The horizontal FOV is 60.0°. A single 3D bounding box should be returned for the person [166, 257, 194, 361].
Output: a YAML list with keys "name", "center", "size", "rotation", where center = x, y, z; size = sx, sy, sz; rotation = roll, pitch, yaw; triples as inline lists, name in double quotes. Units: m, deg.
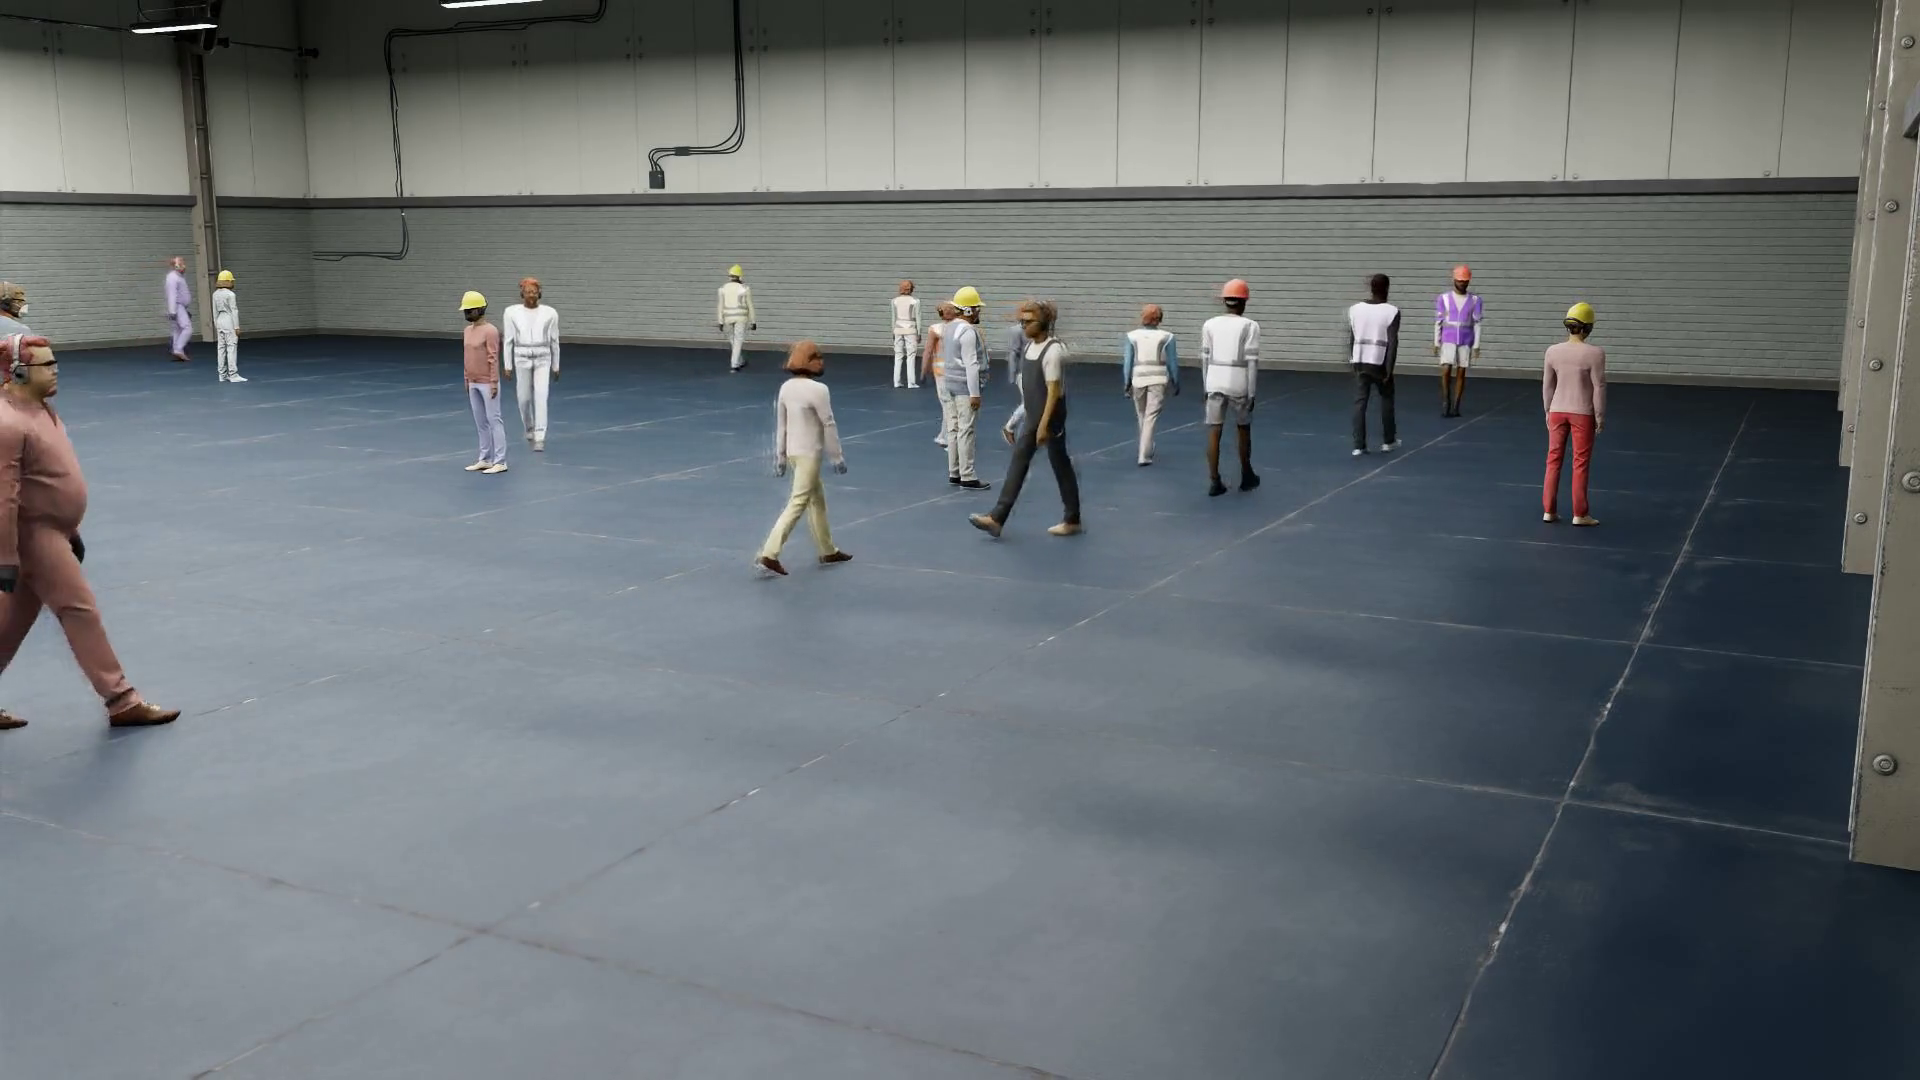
- name: "person"
  center: [-14.188, -4.189, 30.282]
  size: [0.472, 1.894, 0.648]
  rotation: [-4, 11, -19]

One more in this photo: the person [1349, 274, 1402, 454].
- name: "person"
  center: [4.428, -1.863, 17.639]
  size: [0.598, 1.883, 0.879]
  rotation: [8, 13, 36]

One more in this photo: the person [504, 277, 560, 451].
- name: "person"
  center: [-4.614, -1.910, 17.963]
  size: [0.580, 1.855, 0.825]
  rotation: [-3, 11, -14]

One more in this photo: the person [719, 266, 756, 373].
- name: "person"
  center: [-3.728, -3.723, 28.061]
  size: [0.606, 1.781, 0.907]
  rotation: [4, 11, 22]

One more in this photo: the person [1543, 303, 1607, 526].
- name: "person"
  center: [4.872, -0.991, 13.197]
  size: [0.309, 1.769, 0.524]
  rotation: [-9, 14, -41]

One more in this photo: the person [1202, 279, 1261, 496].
- name: "person"
  center: [2.440, -1.369, 14.881]
  size: [0.566, 1.896, 0.881]
  rotation: [6, 12, 28]

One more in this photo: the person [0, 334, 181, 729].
- name: "person"
  center: [-4.240, -0.020, 7.671]
  size: [0.980, 1.860, 0.659]
  rotation: [-3, 11, -17]

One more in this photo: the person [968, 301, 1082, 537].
- name: "person"
  center: [0.540, -0.889, 12.555]
  size: [0.974, 1.791, 0.534]
  rotation: [-5, 12, -28]

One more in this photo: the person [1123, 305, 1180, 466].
- name: "person"
  center: [1.956, -1.573, 16.813]
  size: [0.543, 1.589, 0.849]
  rotation: [5, 11, 24]

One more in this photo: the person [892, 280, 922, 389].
- name: "person"
  center: [-0.804, -3.086, 24.999]
  size: [0.509, 1.629, 0.314]
  rotation: [5, 12, 27]

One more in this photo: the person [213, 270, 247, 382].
- name: "person"
  center: [-11.523, -3.363, 26.193]
  size: [0.490, 1.743, 0.324]
  rotation: [6, 12, 28]

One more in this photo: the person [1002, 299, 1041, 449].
- name: "person"
  center: [0.738, -1.776, 17.892]
  size: [0.385, 1.615, 0.496]
  rotation: [8, 13, 37]

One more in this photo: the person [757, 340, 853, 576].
- name: "person"
  center: [-1.074, -0.565, 11.351]
  size: [0.853, 1.592, 0.500]
  rotation: [-8, 13, -37]

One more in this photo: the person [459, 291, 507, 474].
- name: "person"
  center: [-4.645, -1.520, 16.111]
  size: [0.526, 1.761, 0.333]
  rotation: [9, 13, 39]

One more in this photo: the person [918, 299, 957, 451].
- name: "person"
  center: [-0.190, -1.760, 17.806]
  size: [0.525, 1.605, 0.774]
  rotation: [-8, 13, -36]

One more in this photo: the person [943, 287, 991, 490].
- name: "person"
  center: [0.062, -1.371, 15.083]
  size: [0.403, 1.834, 0.588]
  rotation: [-4, 11, -20]

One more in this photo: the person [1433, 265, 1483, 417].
- name: "person"
  center: [6.267, -2.485, 20.924]
  size: [0.580, 1.914, 0.682]
  rotation: [3, 11, 14]

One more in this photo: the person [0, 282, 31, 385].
- name: "person"
  center: [-7.391, -1.036, 12.983]
  size: [0.628, 1.937, 0.378]
  rotation: [6, 12, 28]
